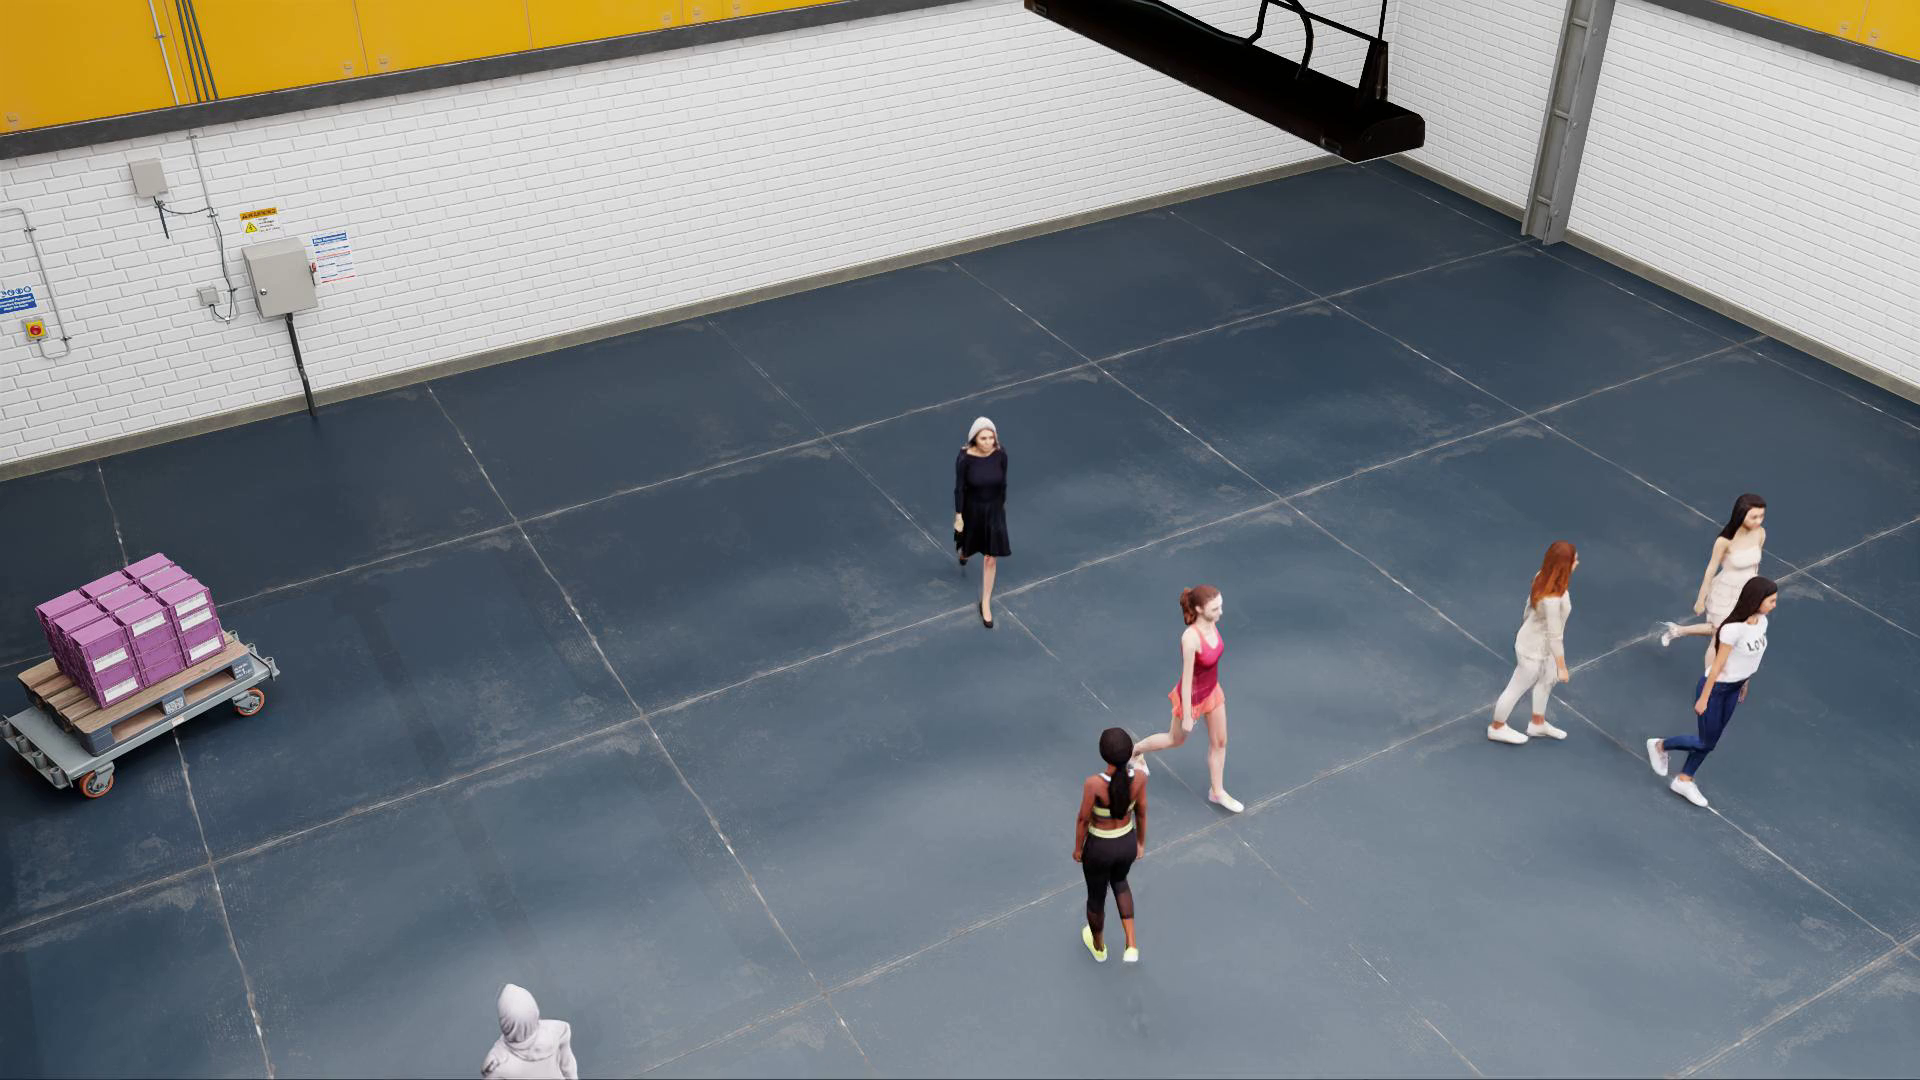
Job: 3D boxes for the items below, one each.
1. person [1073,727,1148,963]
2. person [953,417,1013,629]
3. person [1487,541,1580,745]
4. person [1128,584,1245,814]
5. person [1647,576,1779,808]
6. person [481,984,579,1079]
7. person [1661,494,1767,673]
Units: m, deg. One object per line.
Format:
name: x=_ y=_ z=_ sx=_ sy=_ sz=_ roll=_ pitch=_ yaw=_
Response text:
person: x=0.910 y=1.870 z=9.711 sx=0.653 sy=1.741 sz=0.789 roll=-10 pitch=35 yaw=-15
person: x=0.137 y=-0.208 z=12.853 sx=0.774 sy=1.725 sz=1.101 roll=-8 pitch=35 yaw=-12
person: x=3.885 y=0.735 z=11.461 sx=0.903 sy=1.694 sz=0.840 roll=9 pitch=35 yaw=13
person: x=1.492 y=1.018 z=11.015 sx=1.210 sy=1.717 sz=0.917 roll=21 pitch=39 yaw=28
person: x=4.969 y=0.965 z=11.057 sx=0.660 sy=1.758 sz=0.755 roll=-20 pitch=38 yaw=-27
person: x=-2.062 y=2.849 z=8.208 sx=0.635 sy=1.775 sz=0.560 roll=-22 pitch=40 yaw=-30
person: x=5.466 y=0.373 z=11.984 sx=0.661 sy=1.717 sz=0.943 roll=-11 pitch=35 yaw=-16
